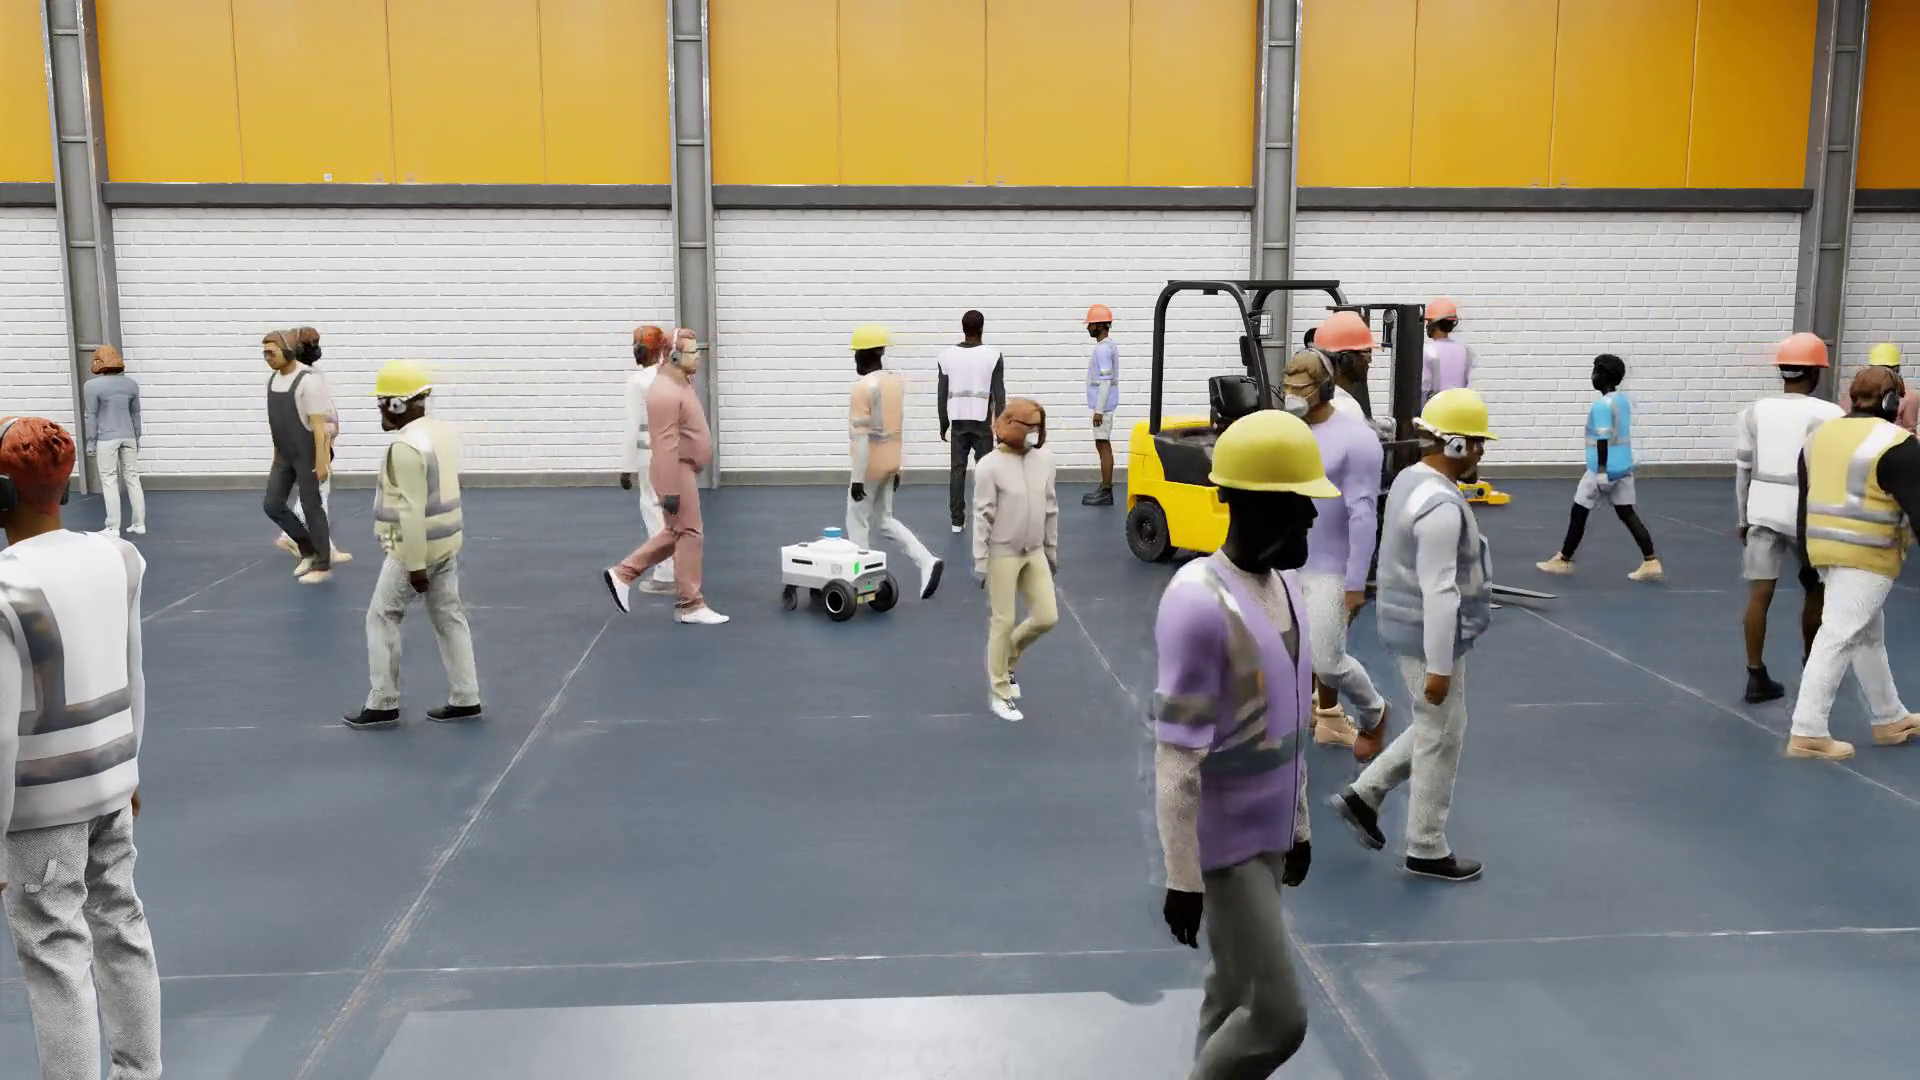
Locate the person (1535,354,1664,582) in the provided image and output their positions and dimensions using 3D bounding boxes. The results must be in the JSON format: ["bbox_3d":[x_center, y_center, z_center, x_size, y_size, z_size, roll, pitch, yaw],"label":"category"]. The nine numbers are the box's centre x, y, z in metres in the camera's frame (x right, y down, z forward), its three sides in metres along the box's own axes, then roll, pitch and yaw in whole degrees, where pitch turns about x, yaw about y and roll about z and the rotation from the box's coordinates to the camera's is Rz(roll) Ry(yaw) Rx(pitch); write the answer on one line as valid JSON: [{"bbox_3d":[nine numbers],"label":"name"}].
[{"bbox_3d":[4.714,-0.521,12.056,0.883,1.651,0.546,8,12,42],"label":"person"}]

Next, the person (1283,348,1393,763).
[{"bbox_3d":[1.561,0.125,7.196,0.749,1.915,0.635,-8,12,-40],"label":"person"}]

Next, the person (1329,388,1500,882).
[{"bbox_3d":[1.694,0.352,6.062,0.476,1.812,0.615,1,9,4],"label":"person"}]

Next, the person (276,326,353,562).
[{"bbox_3d":[-5.043,-0.733,12.876,0.545,1.853,0.637,-1,9,-7],"label":"person"}]

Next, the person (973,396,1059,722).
[{"bbox_3d":[0.278,0.088,8.302,0.524,1.619,0.392,-6,11,-35],"label":"person"}]

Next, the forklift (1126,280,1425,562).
[{"bbox_3d":[2.301,-0.860,12.475,1.214,2.155,2.313,-6,11,-35],"label":"forklift"}]

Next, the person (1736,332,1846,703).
[{"bbox_3d":[4.391,-0.121,8.713,0.822,1.909,0.583,-7,12,-39],"label":"person"}]

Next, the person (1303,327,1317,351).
[{"bbox_3d":[3.535,-1.294,16.787,0.318,1.691,0.534,-5,11,-31],"label":"person"}]

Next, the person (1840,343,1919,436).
[{"bbox_3d":[6.825,-0.611,12.402,0.521,1.720,0.937,7,11,37],"label":"person"}]

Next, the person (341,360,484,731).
[{"bbox_3d":[-2.724,0.032,8.108,0.768,1.805,0.608,1,9,4],"label":"person"}]

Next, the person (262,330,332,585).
[{"bbox_3d":[-4.732,-0.580,11.874,0.641,1.825,0.430,5,10,30],"label":"person"}]

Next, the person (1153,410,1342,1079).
[{"bbox_3d":[0.661,0.660,3.788,0.416,1.915,0.609,5,10,30],"label":"person"}]

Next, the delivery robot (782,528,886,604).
[{"bbox_3d":[-0.832,0.163,10.894,0.707,0.478,0.477,7,11,37],"label":"delivery robot"}]

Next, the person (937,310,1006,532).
[{"bbox_3d":[0.099,-1.013,14.311,0.597,1.915,0.371,3,9,16],"label":"person"}]

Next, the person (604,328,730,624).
[{"bbox_3d":[-1.870,-0.392,10.504,0.716,1.888,0.641,-1,9,-6],"label":"person"}]

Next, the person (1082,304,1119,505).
[{"bbox_3d":[1.345,-1.300,16.046,0.361,1.935,0.552,1,9,9],"label":"person"}]

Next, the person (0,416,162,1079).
[{"bbox_3d":[-2.200,0.638,4.051,0.356,1.883,0.574,1,9,9],"label":"person"}]

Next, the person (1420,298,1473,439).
[{"bbox_3d":[3.908,-0.964,13.652,0.610,2.026,0.421,-4,10,-25],"label":"person"}]

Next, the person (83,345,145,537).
[{"bbox_3d":[-7.172,-0.837,14.117,0.280,1.624,0.494,5,10,27],"label":"person"}]

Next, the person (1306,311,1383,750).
[{"bbox_3d":[1.779,-0.046,7.828,0.364,2.048,0.608,-1,9,-8],"label":"person"}]

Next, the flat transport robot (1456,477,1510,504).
[{"bbox_3d":[4.504,-0.480,16.108,1.431,0.197,0.652,-1,9,-9],"label":"flat transport robot"}]

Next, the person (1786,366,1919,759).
[{"bbox_3d":[4.236,0.108,7.655,0.922,1.784,0.639,-1,9,-6],"label":"person"}]

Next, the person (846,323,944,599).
[{"bbox_3d":[-0.519,-0.499,11.130,0.759,1.903,0.595,5,10,26],"label":"person"}]

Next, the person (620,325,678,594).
[{"bbox_3d":[-2.167,-0.549,11.531,0.495,1.870,0.603,4,10,24],"label":"person"}]
